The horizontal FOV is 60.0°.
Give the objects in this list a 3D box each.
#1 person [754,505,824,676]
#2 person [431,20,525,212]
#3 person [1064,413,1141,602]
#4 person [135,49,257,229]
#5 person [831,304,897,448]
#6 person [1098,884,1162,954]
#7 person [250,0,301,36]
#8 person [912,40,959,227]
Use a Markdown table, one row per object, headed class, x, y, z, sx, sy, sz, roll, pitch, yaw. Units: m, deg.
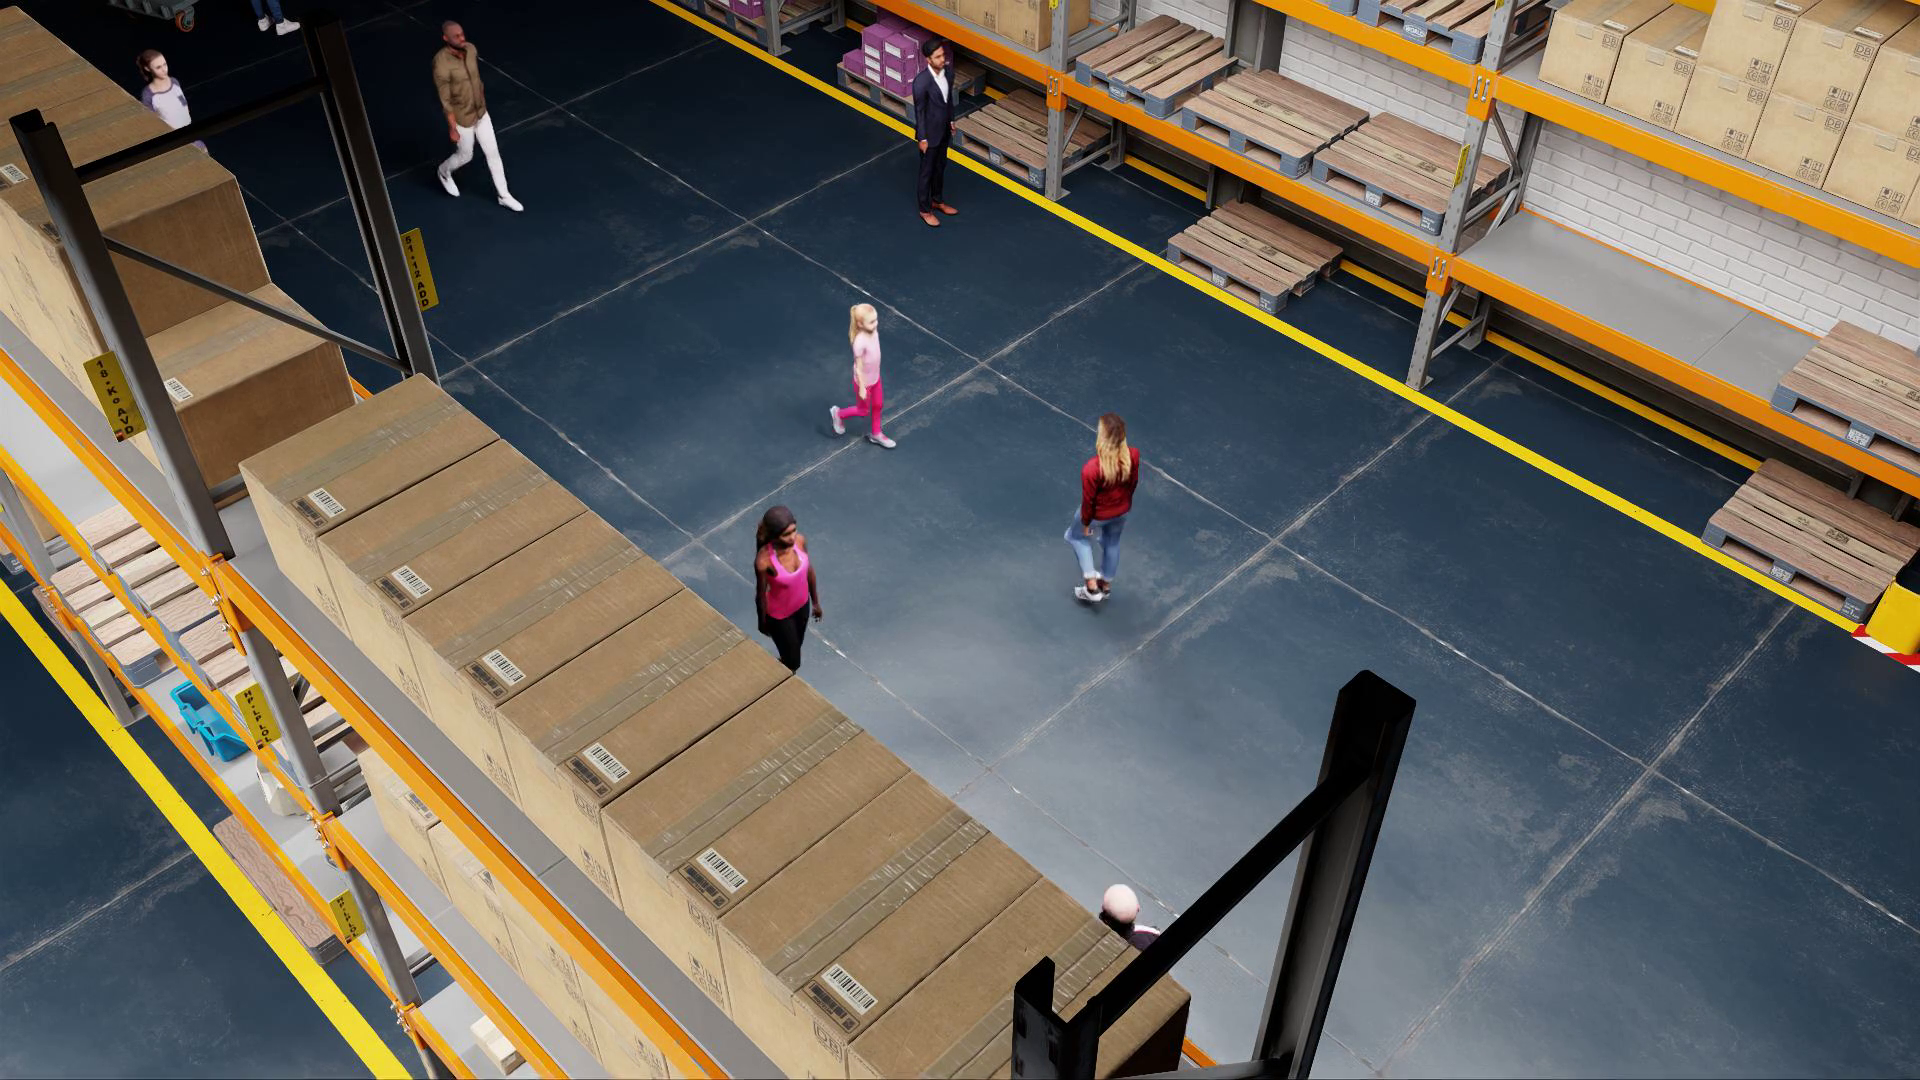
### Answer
| class | x | y | z | sx | sy | sz | roll | pitch | yaw |
| --- | --- | --- | --- | --- | --- | --- | --- | --- | --- |
| person | -1.154 | 0.392 | 10.550 | 0.613 | 1.714 | 0.548 | 33 | 53 | 30 |
| person | -4.473 | -3.806 | 14.900 | 1.207 | 1.792 | 0.946 | 21 | 47 | 20 |
| person | 1.015 | -0.162 | 11.197 | 0.697 | 1.623 | 0.710 | -17 | 46 | -17 |
| person | -6.926 | -3.491 | 14.623 | 1.154 | 1.717 | 0.690 | 27 | 50 | 25 |
| person | -0.755 | -1.246 | 12.597 | 0.820 | 1.261 | 0.633 | 19 | 47 | 19 |
| person | 0.749 | 2.435 | 8.348 | 1.045 | 1.793 | 1.311 | -12 | 45 | -12 |
| person | -7.414 | -6.204 | 17.405 | 0.619 | 1.808 | 0.802 | 19 | 47 | 18 |
| person | -0.234 | -3.641 | 14.773 | 0.561 | 1.727 | 0.647 | 29 | 51 | 27 |
